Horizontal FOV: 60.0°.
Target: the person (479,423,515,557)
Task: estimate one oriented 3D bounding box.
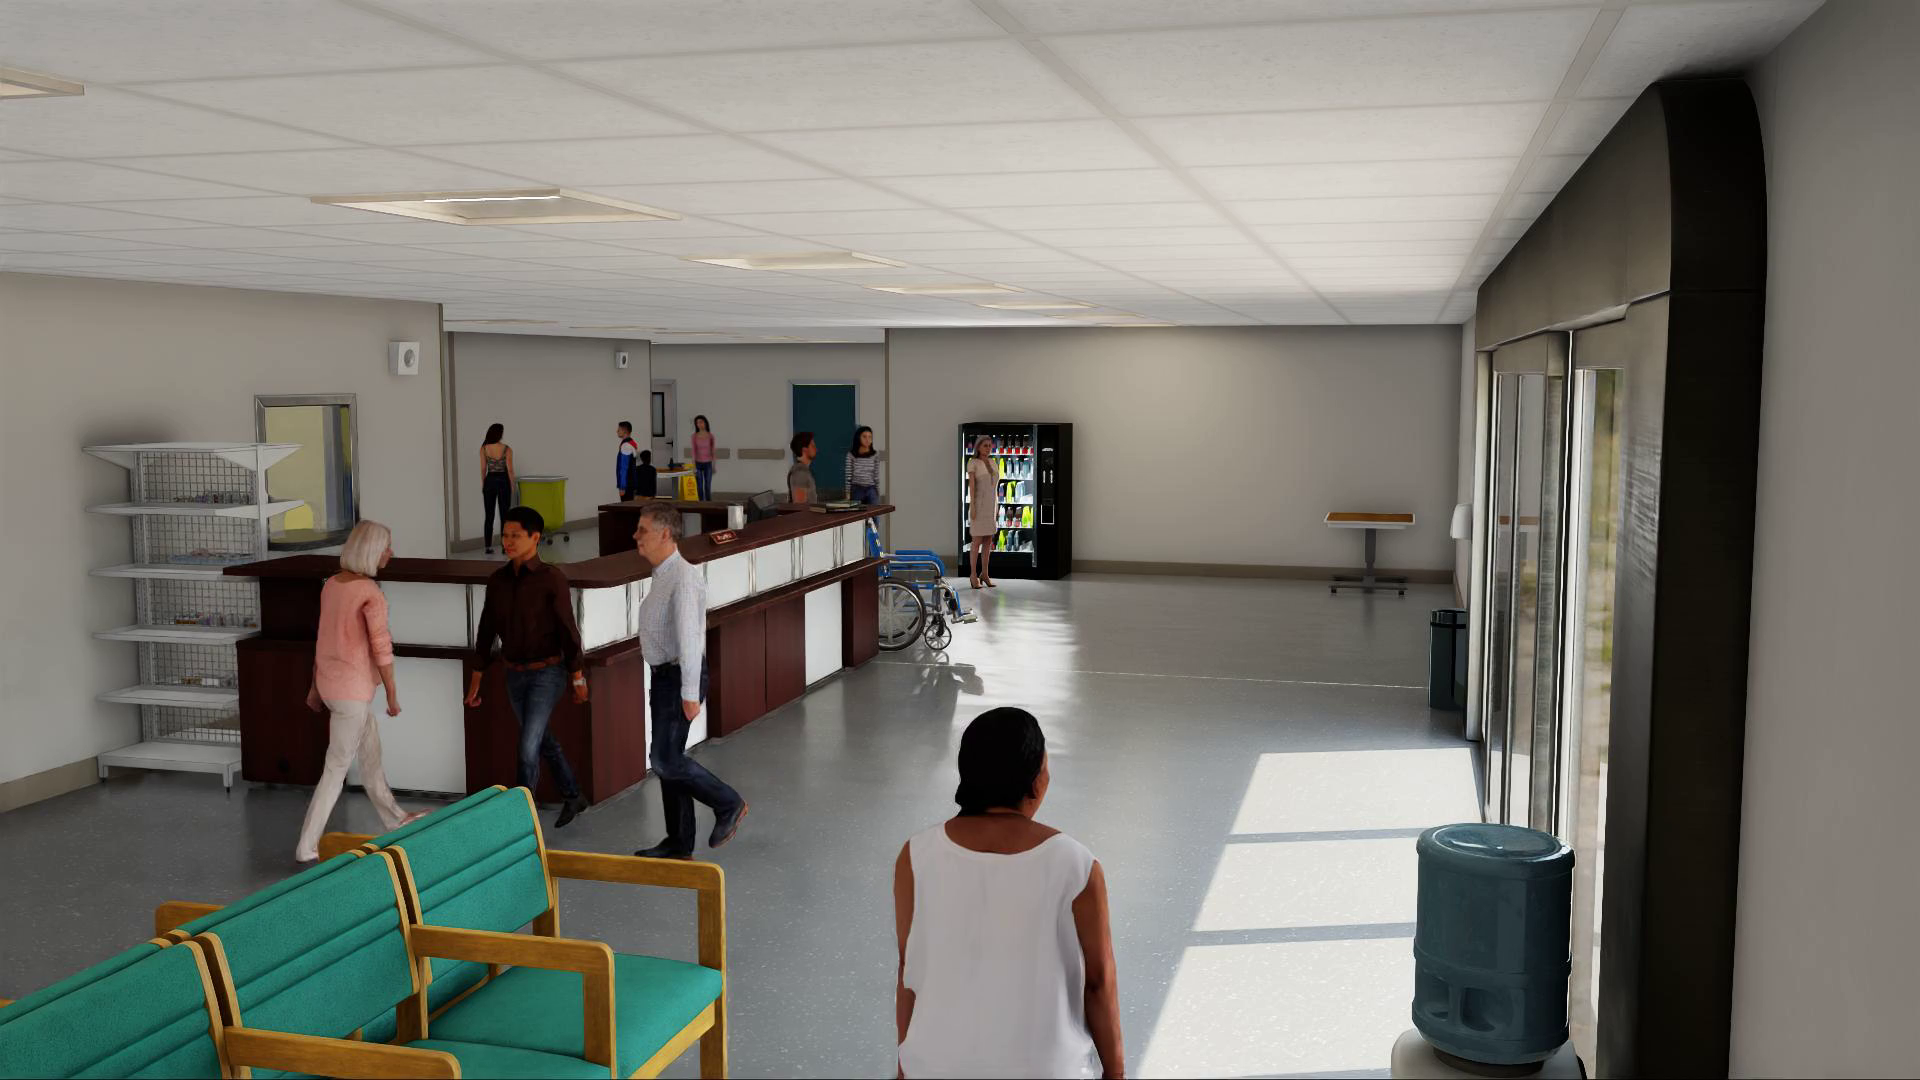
[{"bbox_3d":[-6.212,-0.684,22.308,0.576,1.762,0.712,0,6,3],"label":"person"}]

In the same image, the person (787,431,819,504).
[{"bbox_3d":[-1.564,-0.074,15.638,0.878,1.884,0.801,-1,6,-11],"label":"person"}]

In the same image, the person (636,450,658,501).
[{"bbox_3d":[-4.810,-0.729,25.321,0.742,1.249,0.653,1,6,7],"label":"person"}]

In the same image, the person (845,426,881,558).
[{"bbox_3d":[-1.197,-0.476,20.086,0.750,1.777,0.815,-2,6,-16],"label":"person"}]

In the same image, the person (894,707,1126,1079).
[{"bbox_3d":[0.065,1.242,3.747,1.078,1.645,0.860,3,6,25],"label":"person"}]

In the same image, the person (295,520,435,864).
[{"bbox_3d":[-3.118,0.775,8.270,1.052,1.669,0.946,4,7,32],"label":"person"}]

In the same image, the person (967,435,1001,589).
[{"bbox_3d":[0.264,-0.327,18.897,0.690,1.736,0.711,-5,8,-43],"label":"person"}]

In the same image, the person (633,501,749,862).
[{"bbox_3d":[-1.343,0.708,8.270,0.961,1.802,0.887,-2,6,-23],"label":"person"}]

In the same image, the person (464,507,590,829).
[{"bbox_3d":[-2.124,0.719,8.507,1.135,1.732,0.838,2,6,23],"label":"person"}]

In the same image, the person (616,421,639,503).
[{"bbox_3d":[-4.665,-0.789,23.374,0.663,1.757,0.700,-1,6,-6],"label":"person"}]

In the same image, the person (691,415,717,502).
[{"bbox_3d":[-4.340,-1.214,27.969,1.199,1.684,1.016,-1,6,-14],"label":"person"}]
